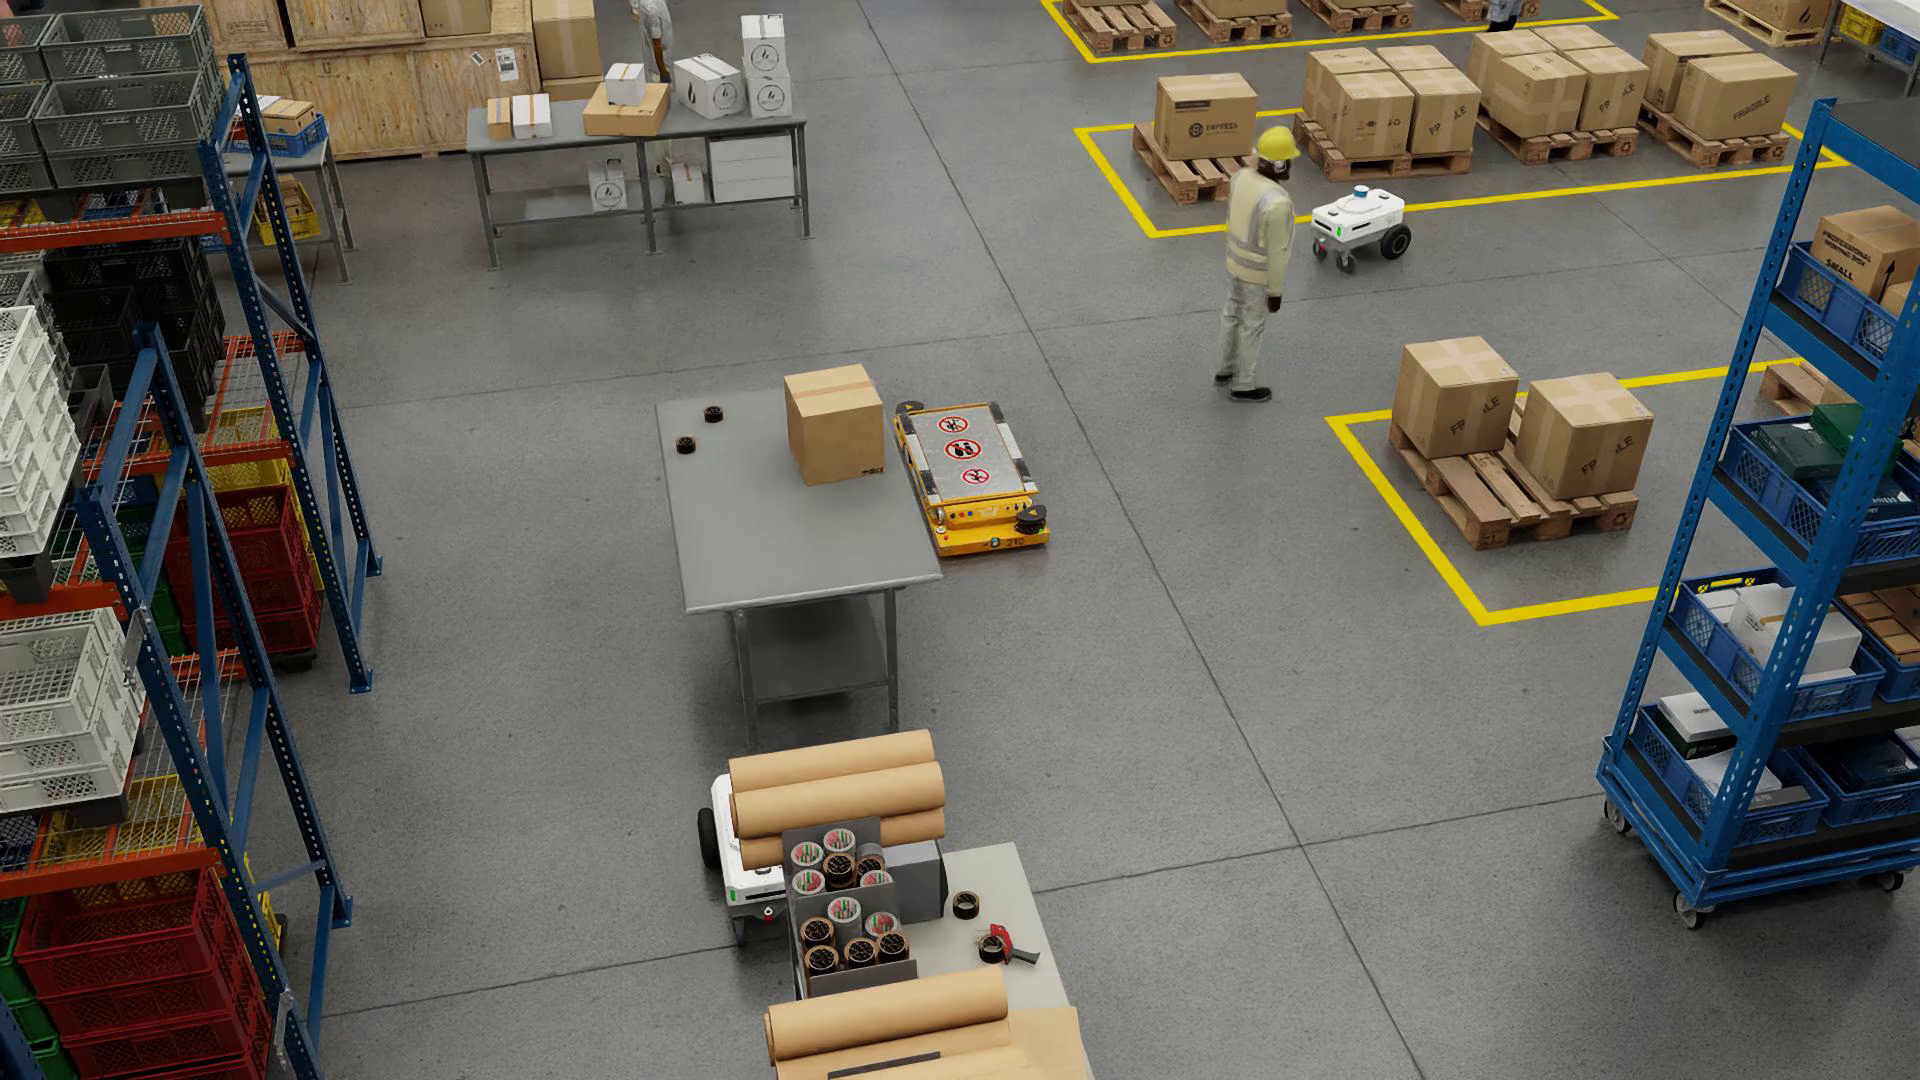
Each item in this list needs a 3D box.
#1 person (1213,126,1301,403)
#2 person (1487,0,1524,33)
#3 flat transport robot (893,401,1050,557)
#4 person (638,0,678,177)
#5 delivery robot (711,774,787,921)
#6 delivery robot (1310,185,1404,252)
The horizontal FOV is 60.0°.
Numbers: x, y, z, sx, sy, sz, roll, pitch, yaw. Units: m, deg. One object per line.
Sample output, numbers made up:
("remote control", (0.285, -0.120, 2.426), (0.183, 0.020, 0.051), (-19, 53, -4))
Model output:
("person", (1.904, -1.745, 10.593), (0.418, 1.819, 0.620), (-14, 39, -18))
("person", (4.990, -5.000, 15.073), (0.534, 1.688, 0.319), (-30, 46, -34))
("flat transport robot", (0.046, -0.430, 10.108), (0.652, 0.197, 1.431), (-8, 37, -10))
("person", (-2.354, -3.741, 13.229), (0.312, 1.869, 0.537), (-8, 37, -10))
("delivery robot", (-0.905, 1.343, 7.414), (0.477, 0.478, 0.707), (-8, 37, -10))
("delivery robot", (2.976, -2.416, 12.466), (0.707, 0.478, 0.477), (-21, 41, -26))
